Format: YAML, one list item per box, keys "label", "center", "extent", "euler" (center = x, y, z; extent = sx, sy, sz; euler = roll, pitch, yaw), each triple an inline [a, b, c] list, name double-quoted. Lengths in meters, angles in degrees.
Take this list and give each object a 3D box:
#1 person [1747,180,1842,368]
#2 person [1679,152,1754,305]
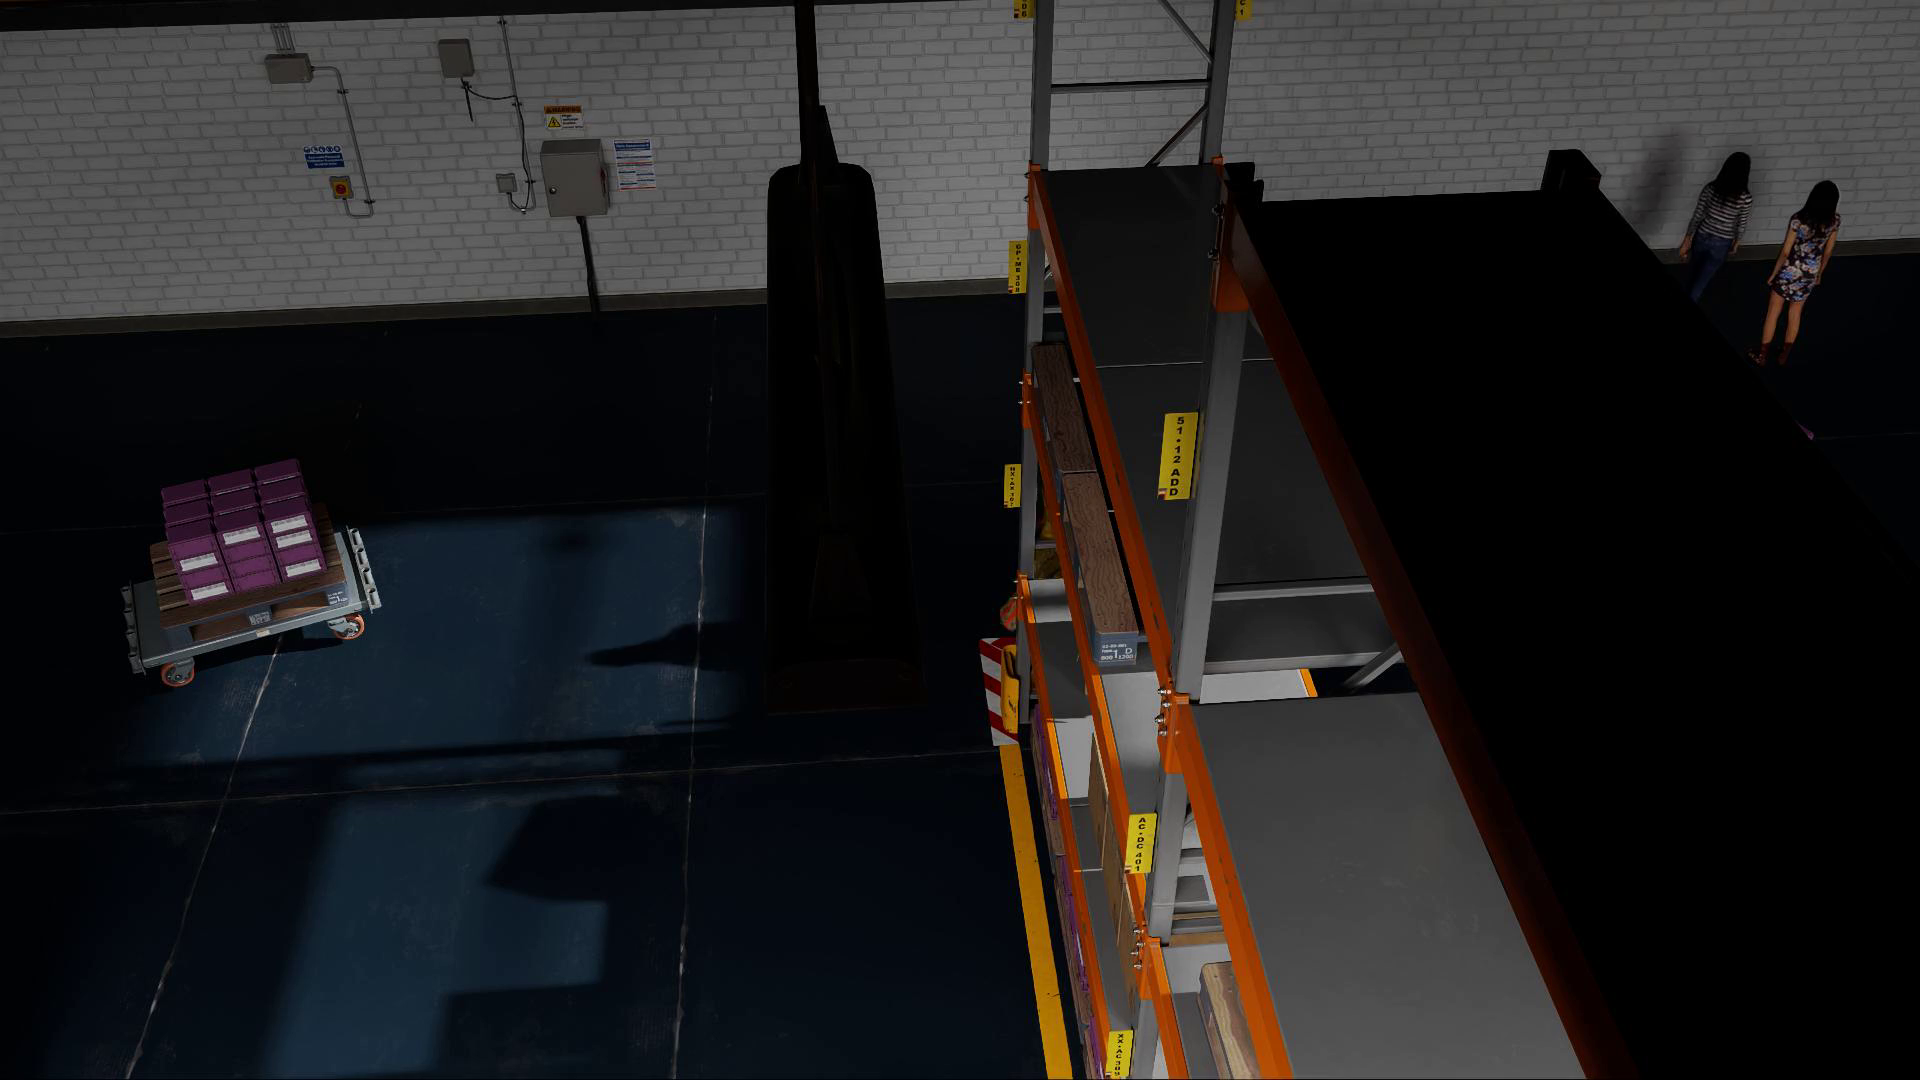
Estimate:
- label: "person"
  center: [7.201, -2.288, 14.327]
  extent: [0.622, 1.733, 0.529]
  euler: [1, 39, 1]
- label: "person"
  center: [6.522, -2.489, 14.556]
  extent: [0.955, 1.761, 0.992]
  euler: [30, 48, 32]
